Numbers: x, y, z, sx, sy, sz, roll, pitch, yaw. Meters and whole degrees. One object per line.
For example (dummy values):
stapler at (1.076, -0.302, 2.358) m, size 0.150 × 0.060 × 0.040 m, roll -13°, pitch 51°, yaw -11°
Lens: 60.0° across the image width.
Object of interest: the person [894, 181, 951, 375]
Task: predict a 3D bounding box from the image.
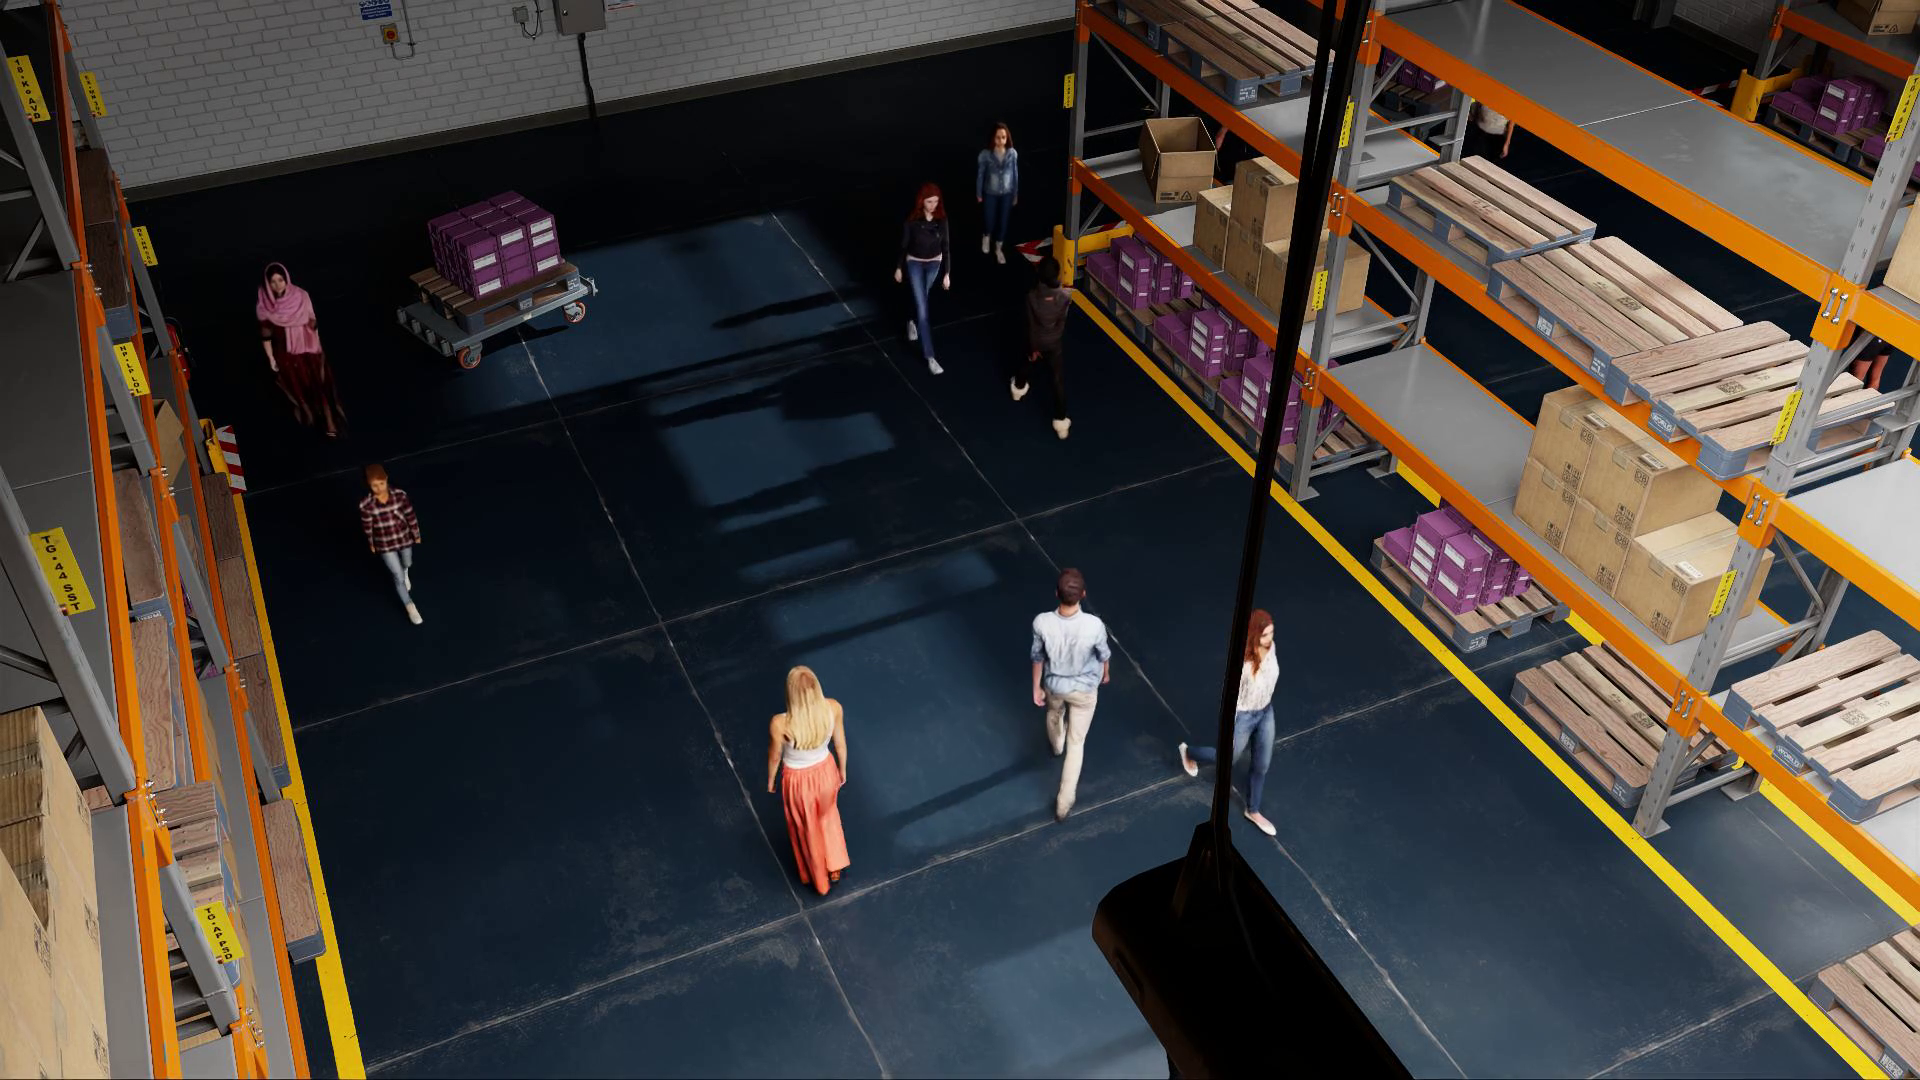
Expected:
person at (-0.340, -2.445, 14.964) m, size 0.720 × 1.723 × 1.241 m, roll -11°, pitch 40°, yaw -13°

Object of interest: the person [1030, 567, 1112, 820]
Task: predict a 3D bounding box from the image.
person at (0.701, 0.992, 10.589) m, size 1.076 × 1.812 × 1.165 m, roll 10°, pitch 40°, yaw 12°

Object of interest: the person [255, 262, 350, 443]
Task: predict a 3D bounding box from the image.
person at (-5.642, -1.641, 14.047) m, size 0.624 × 1.610 × 0.904 m, roll -16°, pitch 41°, yaw -19°

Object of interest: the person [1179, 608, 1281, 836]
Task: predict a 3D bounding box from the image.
person at (1.759, 1.086, 10.556) m, size 0.762 × 1.705 × 1.107 m, roll -27°, pitch 46°, yaw -30°

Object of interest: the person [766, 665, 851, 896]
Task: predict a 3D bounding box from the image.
person at (-0.864, 1.517, 9.949) m, size 0.639 × 1.789 × 0.713 m, roll -18°, pitch 42°, yaw -21°

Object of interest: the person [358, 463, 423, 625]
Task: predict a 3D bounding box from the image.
person at (-4.210, -0.048, 12.308) m, size 0.599 × 1.291 × 0.906 m, roll -22°, pitch 43°, yaw -25°

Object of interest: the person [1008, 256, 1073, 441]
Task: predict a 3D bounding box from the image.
person at (0.695, -1.760, 14.170) m, size 0.856 × 1.643 × 1.255 m, roll -7°, pitch 39°, yaw -9°

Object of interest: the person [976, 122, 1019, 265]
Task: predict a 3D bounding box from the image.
person at (0.357, -3.459, 16.437) m, size 0.606 × 1.469 × 0.636 m, roll -10°, pitch 40°, yaw -12°
